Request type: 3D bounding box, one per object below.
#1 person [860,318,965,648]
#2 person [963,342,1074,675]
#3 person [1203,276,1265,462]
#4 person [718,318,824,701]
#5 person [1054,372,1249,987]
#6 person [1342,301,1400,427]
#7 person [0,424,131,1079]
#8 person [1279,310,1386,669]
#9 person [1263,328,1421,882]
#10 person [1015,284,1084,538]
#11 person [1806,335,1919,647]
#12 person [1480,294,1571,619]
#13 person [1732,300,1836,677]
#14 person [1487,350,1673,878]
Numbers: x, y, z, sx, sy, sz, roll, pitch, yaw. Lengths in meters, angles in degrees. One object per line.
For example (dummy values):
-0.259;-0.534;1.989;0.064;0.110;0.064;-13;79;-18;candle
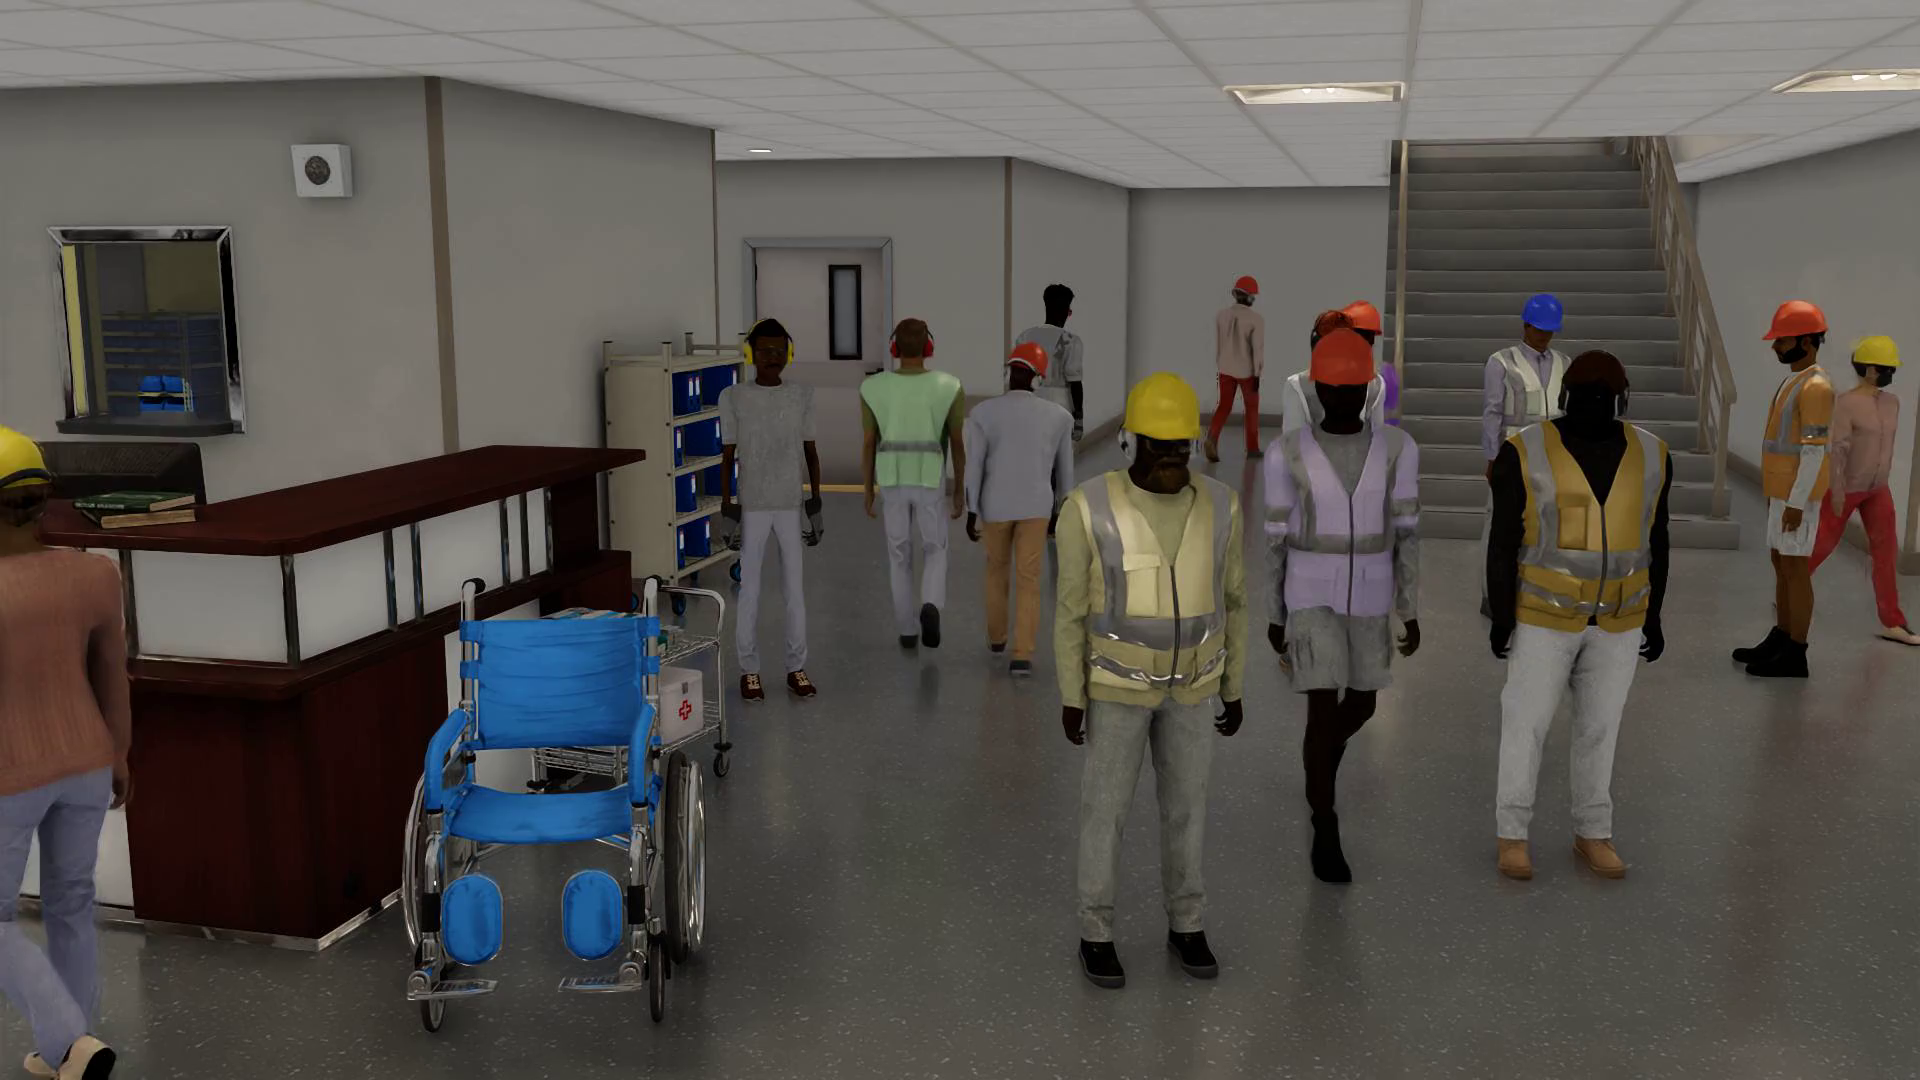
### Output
-0.258;-0.284;9.019;0.567;1.827;0.563;0;10;-1;person
0.305;-0.176;8.720;0.584;1.702;0.786;0;10;0;person
2.906;-1.791;17.499;0.616;1.963;0.888;7;12;36;person
-0.915;-0.143;8.095;0.508;1.862;0.326;-3;10;-17;person
0.570;0.414;4.923;0.596;1.824;0.403;-2;10;-13;person
2.181;-0.391;9.410;0.574;1.909;0.739;8;13;40;person
-2.262;0.589;4.104;0.593;1.752;0.535;6;11;32;person
1.906;-0.243;8.603;0.584;1.882;0.349;-3;10;-16;person
1.347;0.186;6.000;0.544;1.913;0.850;0;10;-1;person
0.700;-0.985;12.785;0.614;1.952;0.388;7;12;37;person
5.105;-0.310;9.488;0.541;1.720;0.917;-3;10;-19;person
3.376;-0.489;9.898;0.603;1.936;0.410;-3;10;-19;person
4.253;-0.258;8.545;0.361;1.935;0.544;2;10;14;person
2.138;0.265;5.751;0.627;1.839;0.429;0;10;1;person
